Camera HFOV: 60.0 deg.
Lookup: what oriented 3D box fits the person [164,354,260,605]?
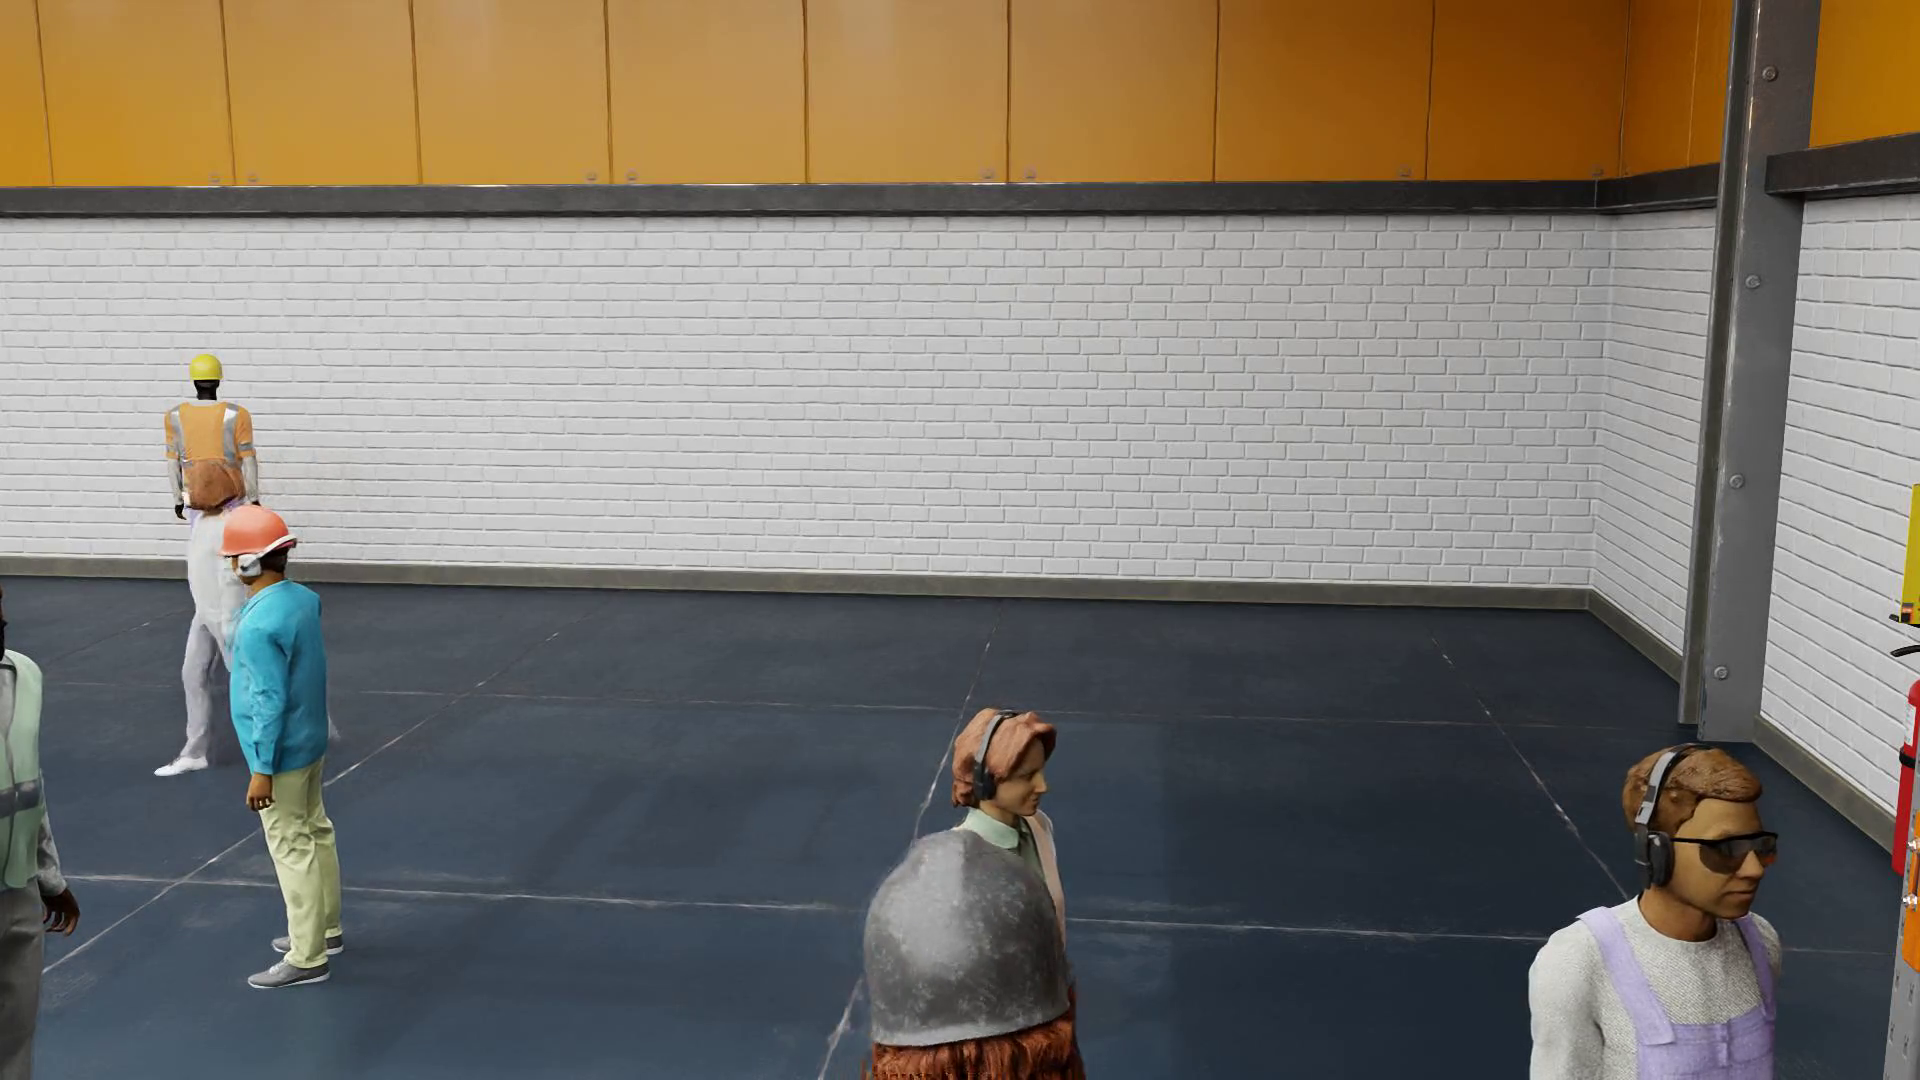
[{"bbox_3d":[-5.216,-0.337,11.655,0.594,1.929,0.352,-1,10,-7],"label":"person"}]

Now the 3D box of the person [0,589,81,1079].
[{"bbox_3d":[-2.574,0.948,4.343,0.390,1.917,0.588,1,10,8],"label":"person"}]

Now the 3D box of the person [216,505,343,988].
[{"bbox_3d":[-2.473,0.737,6.018,0.340,1.748,0.568,-1,10,-5],"label":"person"}]

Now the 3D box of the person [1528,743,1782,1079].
[{"bbox_3d":[1.186,1.244,2.849,0.504,1.847,0.345,-4,11,-23],"label":"person"}]

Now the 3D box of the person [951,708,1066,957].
[{"bbox_3d":[0.078,1.183,3.796,0.308,1.637,0.511,5,11,26],"label":"person"}]
